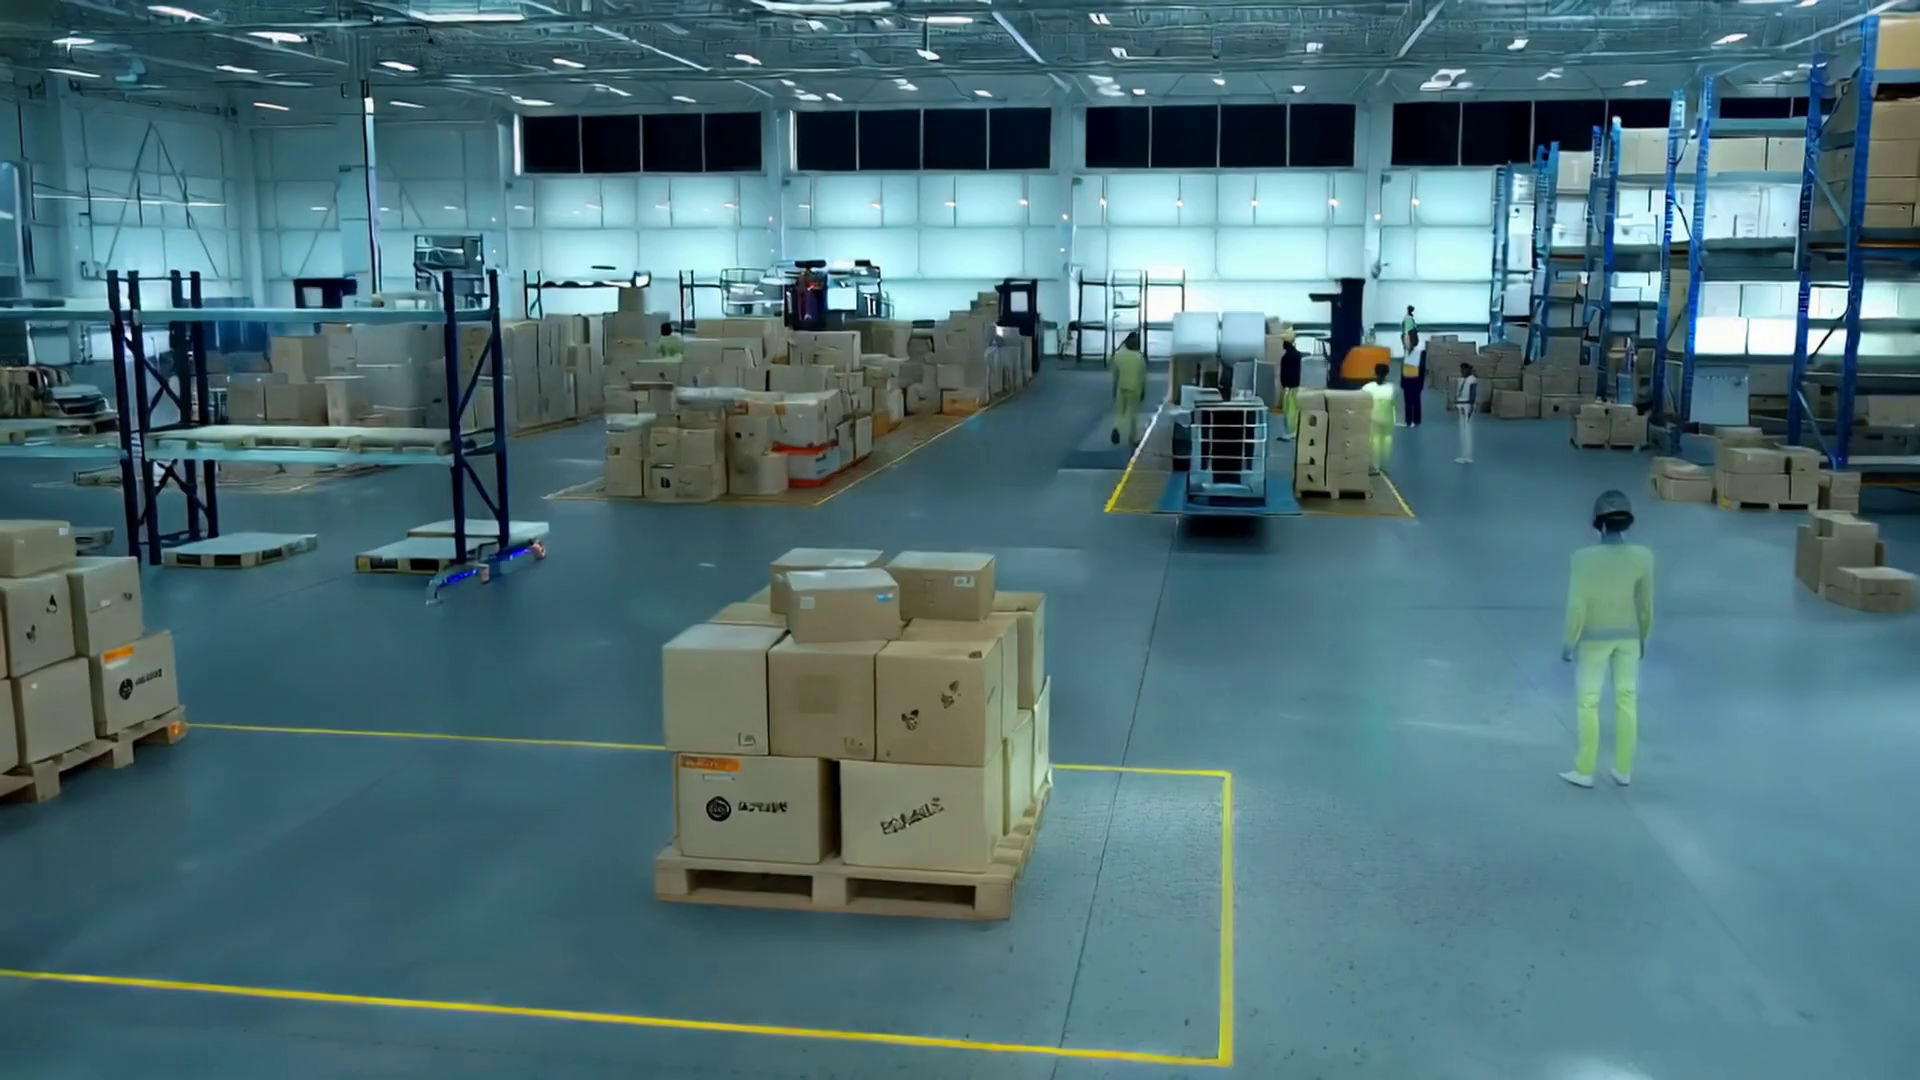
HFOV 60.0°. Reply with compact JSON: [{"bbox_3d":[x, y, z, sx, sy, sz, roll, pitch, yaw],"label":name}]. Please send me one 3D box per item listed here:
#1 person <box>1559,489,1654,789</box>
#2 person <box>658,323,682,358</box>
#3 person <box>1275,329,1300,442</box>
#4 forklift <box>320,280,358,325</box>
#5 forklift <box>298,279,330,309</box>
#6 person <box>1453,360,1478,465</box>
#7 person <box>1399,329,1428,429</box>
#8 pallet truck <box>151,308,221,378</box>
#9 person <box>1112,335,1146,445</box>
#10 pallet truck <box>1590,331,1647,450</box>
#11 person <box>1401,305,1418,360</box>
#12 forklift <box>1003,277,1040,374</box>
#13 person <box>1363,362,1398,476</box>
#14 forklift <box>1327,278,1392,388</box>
[{"bbox_3d":[3.784,0.581,9.759,0.533,1.768,0.310,-1,9,-9],"label":"person"},{"bbox_3d":[-6.124,-3.600,35.011,0.366,1.939,0.635,6,11,33],"label":"person"},{"bbox_3d":[5.826,-2.732,29.484,0.382,1.993,0.622,5,10,26],"label":"person"},{"bbox_3d":[-13.331,-4.204,35.844,1.873,2.768,1.129,1,9,9],"label":"forklift"},{"bbox_3d":[-16.119,-5.175,41.832,1.129,2.768,1.873,-5,10,-28],"label":"forklift"},{"bbox_3d":[7.935,-1.995,26.065,0.321,1.631,0.526,0,9,-1],"label":"person"},{"bbox_3d":[8.727,-3.091,31.972,0.397,1.911,0.587,-5,11,-29],"label":"person"},{"bbox_3d":[-21.869,-5.598,47.154,0.823,1.965,1.885,4,10,26],"label":"pallet truck"},{"bbox_3d":[2.892,-2.579,28.758,0.639,1.925,0.601,6,11,32],"label":"person"},{"bbox_3d":[11.253,-2.573,28.499,0.823,1.965,1.885,5,10,27],"label":"pallet truck"},{"bbox_3d":[14.317,-6.509,52.961,0.550,1.935,0.376,5,10,28],"label":"person"},{"bbox_3d":[1.733,-6.333,48.970,1.129,2.768,1.873,1,9,9],"label":"forklift"},{"bbox_3d":[6.190,-1.776,24.523,0.557,1.682,0.372,0,9,0],"label":"person"},{"bbox_3d":[10.012,-5.280,42.480,1.873,2.768,1.129,5,11,30],"label":"forklift"}]
